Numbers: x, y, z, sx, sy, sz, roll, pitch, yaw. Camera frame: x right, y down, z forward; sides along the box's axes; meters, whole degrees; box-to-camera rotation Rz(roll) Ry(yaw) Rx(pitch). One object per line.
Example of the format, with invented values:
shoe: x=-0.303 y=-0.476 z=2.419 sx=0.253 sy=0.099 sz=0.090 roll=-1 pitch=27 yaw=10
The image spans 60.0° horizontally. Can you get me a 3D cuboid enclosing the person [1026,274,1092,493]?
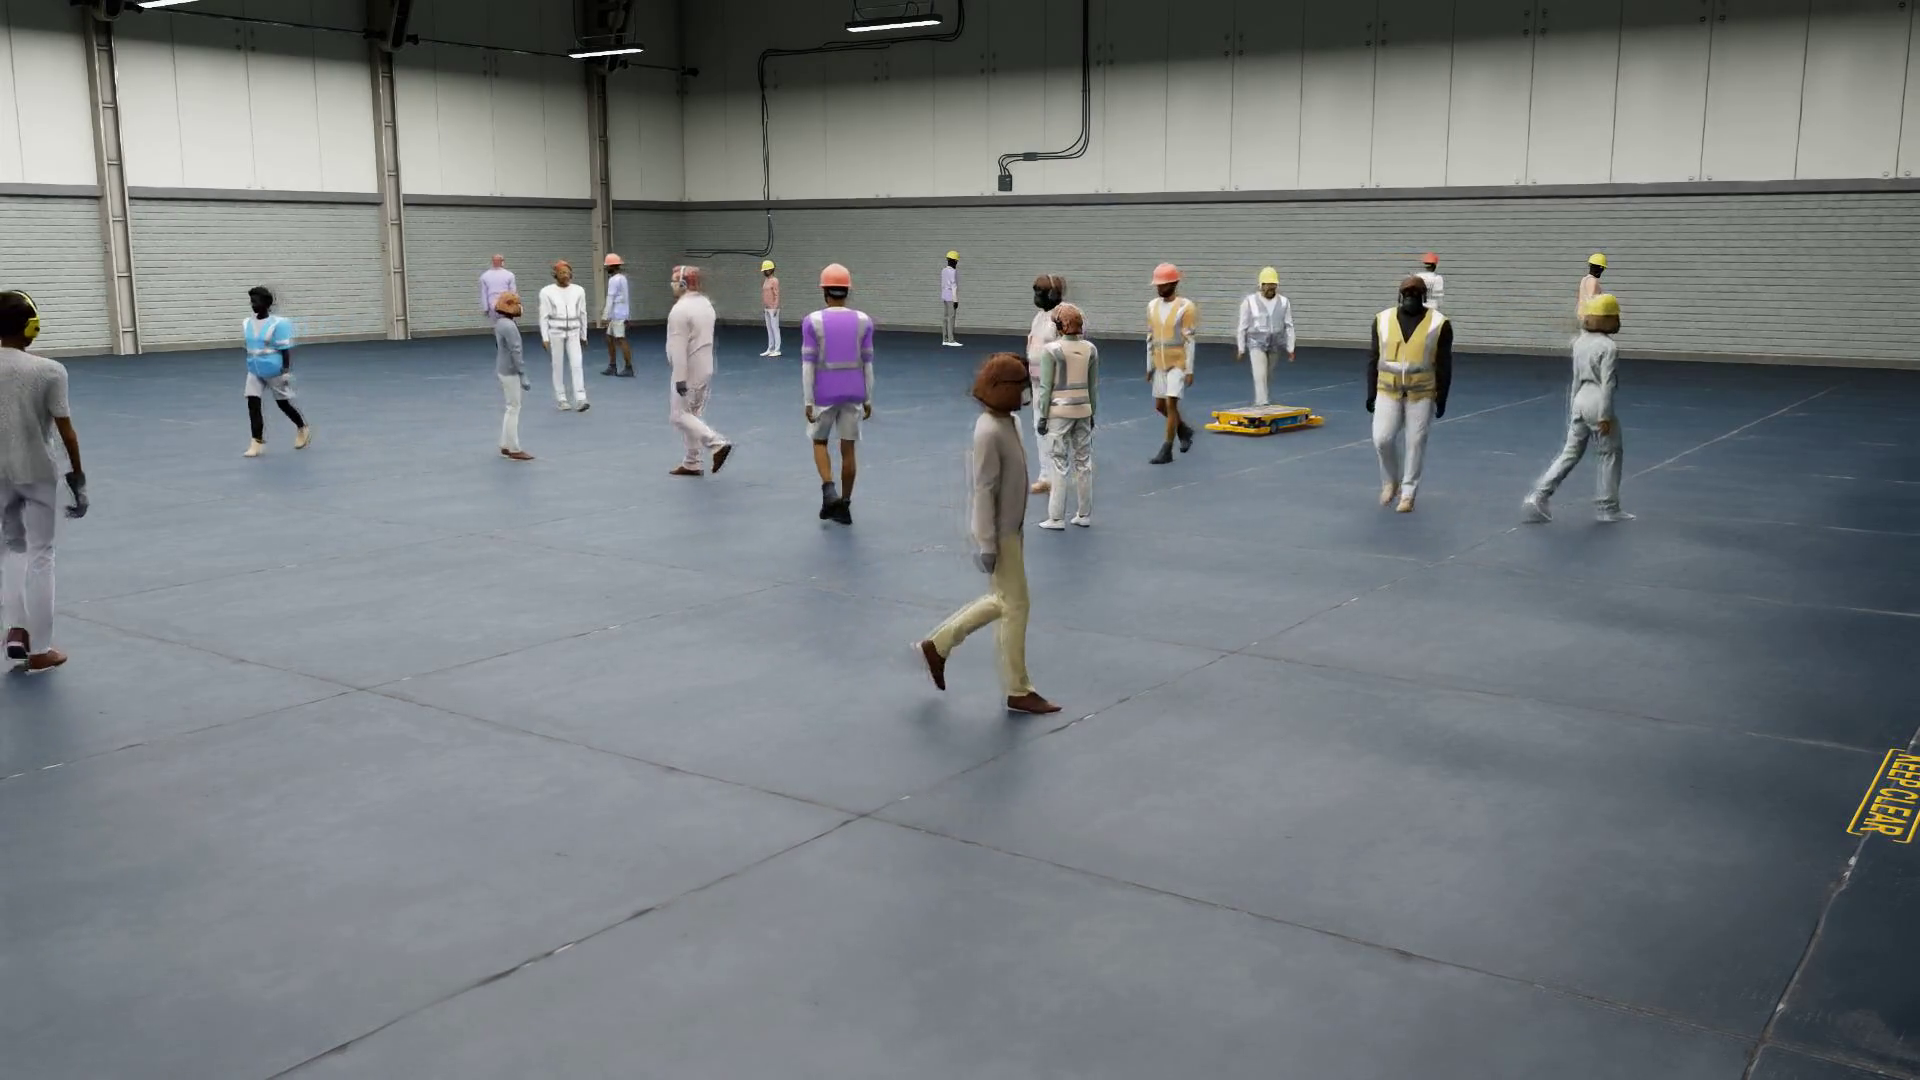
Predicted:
person: x=0.777 y=-1.281 z=13.773 sx=0.471 sy=1.824 sz=0.649 roll=-4 pitch=11 yaw=-20

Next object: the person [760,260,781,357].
person: x=-3.492 y=-4.252 z=30.599 sx=0.325 sy=1.760 sz=0.523 roll=-6 pitch=12 yaw=-31

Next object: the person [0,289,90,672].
person: x=-4.538 y=-0.280 z=8.080 sx=0.552 sy=1.852 sz=0.422 roll=-1 pitch=10 yaw=-7

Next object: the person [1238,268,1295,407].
person: x=3.541 y=-2.206 z=19.047 sx=0.623 sy=1.781 sz=0.912 roll=-2 pitch=10 yaw=-11

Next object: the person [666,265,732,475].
person: x=-2.328 y=-1.484 z=14.750 sx=0.593 sy=1.891 sz=0.641 roll=3 pitch=11 yaw=17

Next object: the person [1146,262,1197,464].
person: x=2.059 y=-1.686 z=15.843 sx=0.570 sy=1.909 sz=0.739 roll=9 pitch=14 yaw=42

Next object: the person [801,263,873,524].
person: x=-0.906 y=-1.074 z=12.319 sx=0.554 sy=1.922 sz=0.419 roll=-3 pitch=11 yaw=-16

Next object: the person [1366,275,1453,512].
person: x=3.463 y=-1.126 z=12.874 sx=0.651 sy=1.832 sz=0.447 roll=4 pitch=11 yaw=23

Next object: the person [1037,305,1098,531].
person: x=0.787 y=-0.886 z=12.098 sx=0.513 sy=1.635 sz=0.311 roll=-7 pitch=13 yaw=-36

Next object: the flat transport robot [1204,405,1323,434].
flat transport robot: x=3.393 y=-1.353 z=18.523 sx=0.652 sy=0.197 sz=1.431 roll=9 pitch=13 yaw=41

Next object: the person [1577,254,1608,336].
person: x=9.383 y=-3.285 z=24.728 sx=0.379 sy=1.921 sz=0.586 roll=2 pitch=10 yaw=9

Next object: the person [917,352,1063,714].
person: x=0.131 y=-0.033 z=7.370 sx=0.629 sy=1.610 sz=0.509 roll=2 pitch=10 yaw=13

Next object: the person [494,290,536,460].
person: x=-4.303 y=-1.580 z=15.992 sx=0.301 sy=1.633 sz=0.516 roll=-4 pitch=11 yaw=-21

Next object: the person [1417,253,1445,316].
person: x=7.965 y=-3.879 z=28.104 sx=0.965 sy=1.893 sz=0.569 roll=-8 pitch=13 yaw=-38

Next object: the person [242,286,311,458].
person: x=-6.788 y=-1.674 z=16.416 sx=0.536 sy=1.671 sz=0.787 roll=3 pitch=10 yaw=15

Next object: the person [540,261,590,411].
person: x=-4.842 y=-2.493 z=20.489 sx=0.609 sy=1.843 sz=0.923 roll=-5 pitch=11 yaw=-27

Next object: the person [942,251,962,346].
person: x=-0.178 y=-4.883 z=33.673 sx=0.373 sy=1.921 sz=0.585 roll=-4 pitch=11 yaw=-23

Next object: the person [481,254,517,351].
person: x=-8.408 y=-4.279 z=30.407 sx=0.661 sy=1.883 sz=0.813 roll=1 pitch=10 yaw=8

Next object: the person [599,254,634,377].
person: x=-5.427 y=-3.484 z=25.887 sx=0.735 sy=1.909 sz=0.550 roll=0 pitch=10 yaw=0

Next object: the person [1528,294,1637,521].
person: x=4.662 y=-0.973 z=12.350 sx=0.834 sy=1.709 sz=0.494 roll=-3 pitch=10 yaw=-15
